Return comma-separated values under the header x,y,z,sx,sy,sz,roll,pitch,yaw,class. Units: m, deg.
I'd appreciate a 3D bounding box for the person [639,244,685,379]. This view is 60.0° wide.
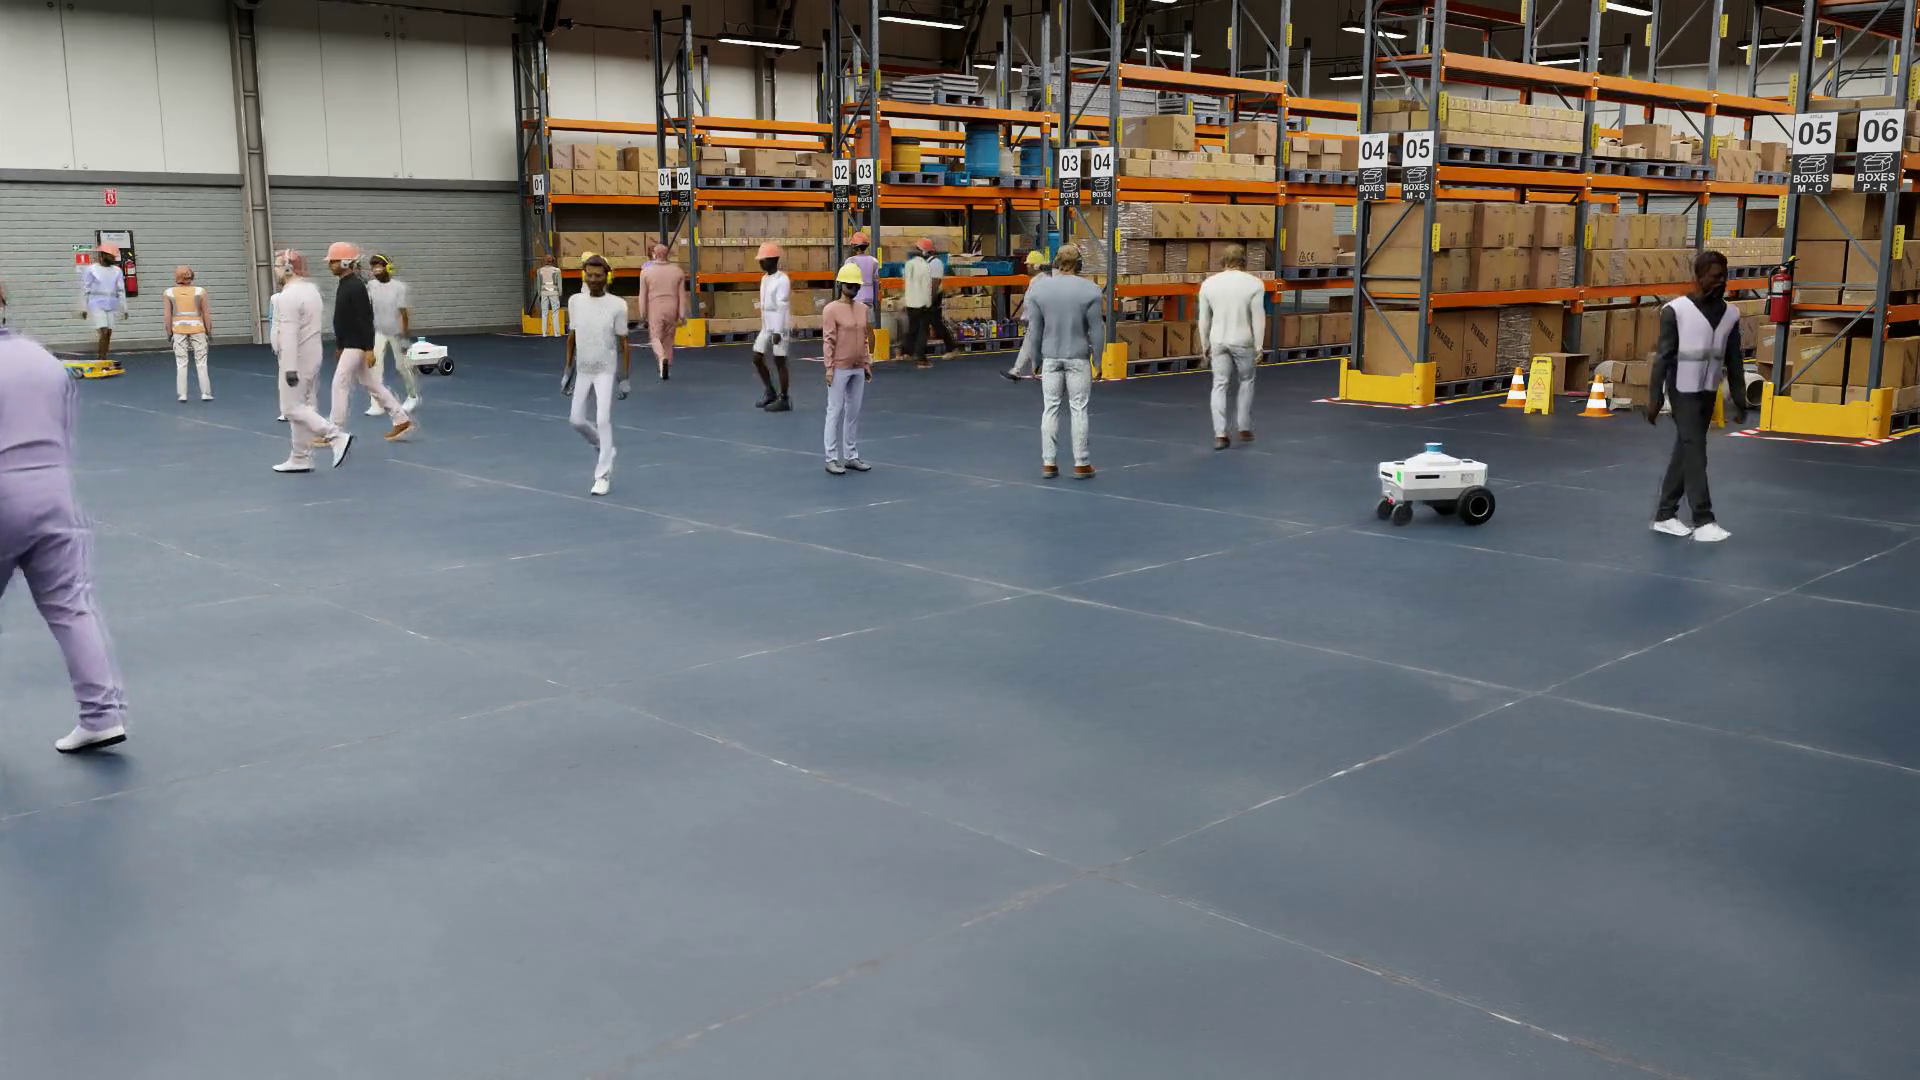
x,y,z,sx,sy,sz,roll,pitch,yaw,class
-4.132,-3.171,23.154,0.650,1.886,0.749,-4,11,-23,person

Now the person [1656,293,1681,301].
x,y,z,sx,sy,sz,roll,pitch,yaw,class
13.064,-4.404,30.615,0.484,1.616,0.507,-8,13,-36,person

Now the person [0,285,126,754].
x,y,z,sx,sy,sz,roll,pitch,yaw,class
-3.704,-0.091,6.441,0.976,1.857,0.671,4,11,21,person

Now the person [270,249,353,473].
x,y,z,sx,sy,sz,roll,pitch,yaw,class
-5.523,-1.502,14.043,0.646,1.890,0.654,-1,10,-3,person

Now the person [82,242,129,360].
x,y,z,sx,sy,sz,roll,pitch,yaw,class
-12.568,-3.413,24.435,0.650,1.888,0.559,6,12,30,person

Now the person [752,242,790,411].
x,y,z,sx,sy,sz,roll,pitch,yaw,class
-2.167,-2.429,19.022,0.499,1.921,0.543,-8,13,-38,person

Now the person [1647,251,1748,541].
x,y,z,sx,sy,sz,roll,pitch,yaw,class
4.917,-0.927,10.889,0.627,1.884,0.869,-4,11,-22,person

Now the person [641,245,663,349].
x,y,z,sx,sy,sz,roll,pitch,yaw,class
-5.334,-4.258,29.221,0.472,1.828,0.579,9,14,42,person

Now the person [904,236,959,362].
x,y,z,sx,sy,sz,roll,pitch,yaw,class
-0.487,-3.870,26.647,1.005,2.000,0.682,-8,13,-37,person

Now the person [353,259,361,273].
x,y,z,sx,sy,sz,roll,pitch,yaw,class
-9.988,-3.842,27.508,0.390,1.618,0.534,-7,12,-32,person

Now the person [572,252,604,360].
x,y,z,sx,sy,sz,roll,pitch,yaw,class
-5.845,-3.636,26.079,0.817,1.732,0.535,1,10,7,person

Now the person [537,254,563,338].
x,y,z,sx,sy,sz,roll,pitch,yaw,class
-8.068,-4.800,32.730,0.507,1.629,0.316,2,11,9,person

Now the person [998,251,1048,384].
x,y,z,sx,sy,sz,roll,pitch,yaw,class
1.006,-3.003,22.511,0.951,1.782,0.607,0,10,-1,person

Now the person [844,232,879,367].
x,y,z,sx,sy,sz,roll,pitch,yaw,class
-1.523,-3.675,25.450,0.607,2.048,0.368,-9,14,-39,person

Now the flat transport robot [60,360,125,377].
x,y,z,sx,sy,sz,roll,pitch,yaw,class
-12.770,-2.440,23.677,1.431,0.197,0.652,-1,10,-6,flat transport robot

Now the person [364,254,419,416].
x,y,z,sx,sy,sz,roll,pitch,yaw,class
-6.472,-2.332,18.827,0.593,1.804,0.997,1,10,8,person

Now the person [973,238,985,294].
x,y,z,sx,sy,sz,roll,pitch,yaw,class
0.411,-6.190,39.458,0.635,1.938,0.360,9,14,41,person

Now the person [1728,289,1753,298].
x,y,z,sx,sy,sz,roll,pitch,yaw,class
15.321,-4.861,32.662,0.515,1.792,0.628,-5,12,-26,person

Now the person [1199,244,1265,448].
x,y,z,sx,sy,sz,roll,pitch,yaw,class
2.626,-1.867,15.945,0.658,1.909,0.813,4,11,22,person

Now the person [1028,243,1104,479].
x,y,z,sx,sy,sz,roll,pitch,yaw,class
0.885,-1.485,13.803,0.635,1.937,0.352,3,11,17,person

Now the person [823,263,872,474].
x,y,z,sx,sy,sz,roll,pitch,yaw,class
-0.940,-1.451,14.094,0.327,1.765,0.531,9,14,40,person

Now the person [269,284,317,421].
x,y,z,sx,sy,sz,roll,pitch,yaw,class
-7.225,-2.117,18.065,0.514,1.641,0.308,-1,10,-4,person

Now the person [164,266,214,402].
x,y,z,sx,sy,sz,roll,pitch,yaw,class
-9.327,-2.493,20.134,0.532,1.632,0.335,-3,11,-15,person

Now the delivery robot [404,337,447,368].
x,y,z,sx,sy,sz,roll,pitch,yaw,class
-7.733,-2.673,23.920,0.477,0.478,0.707,6,12,31,delivery robot

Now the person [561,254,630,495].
x,y,z,sx,sy,sz,roll,pitch,yaw,class
-2.858,-1.312,13.091,0.575,1.853,0.639,3,11,13,person

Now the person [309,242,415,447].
x,y,z,sx,sy,sz,roll,pitch,yaw,class
-5.796,-1.897,16.051,1.017,1.949,0.635,-6,12,-29,person

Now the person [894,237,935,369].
x,y,z,sx,sy,sz,roll,pitch,yaw,class
-0.651,-3.574,25.106,0.566,1.969,0.627,-9,14,-41,person

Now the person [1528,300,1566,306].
x,y,z,sx,sy,sz,roll,pitch,yaw,class
10.449,-4.332,29.668,0.701,1.819,0.643,-9,14,-40,person

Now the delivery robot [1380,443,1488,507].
x,y,z,sx,sy,sz,roll,pitch,yaw,class
3.343,-0.444,11.763,0.707,0.478,0.477,-2,10,-10,delivery robot
